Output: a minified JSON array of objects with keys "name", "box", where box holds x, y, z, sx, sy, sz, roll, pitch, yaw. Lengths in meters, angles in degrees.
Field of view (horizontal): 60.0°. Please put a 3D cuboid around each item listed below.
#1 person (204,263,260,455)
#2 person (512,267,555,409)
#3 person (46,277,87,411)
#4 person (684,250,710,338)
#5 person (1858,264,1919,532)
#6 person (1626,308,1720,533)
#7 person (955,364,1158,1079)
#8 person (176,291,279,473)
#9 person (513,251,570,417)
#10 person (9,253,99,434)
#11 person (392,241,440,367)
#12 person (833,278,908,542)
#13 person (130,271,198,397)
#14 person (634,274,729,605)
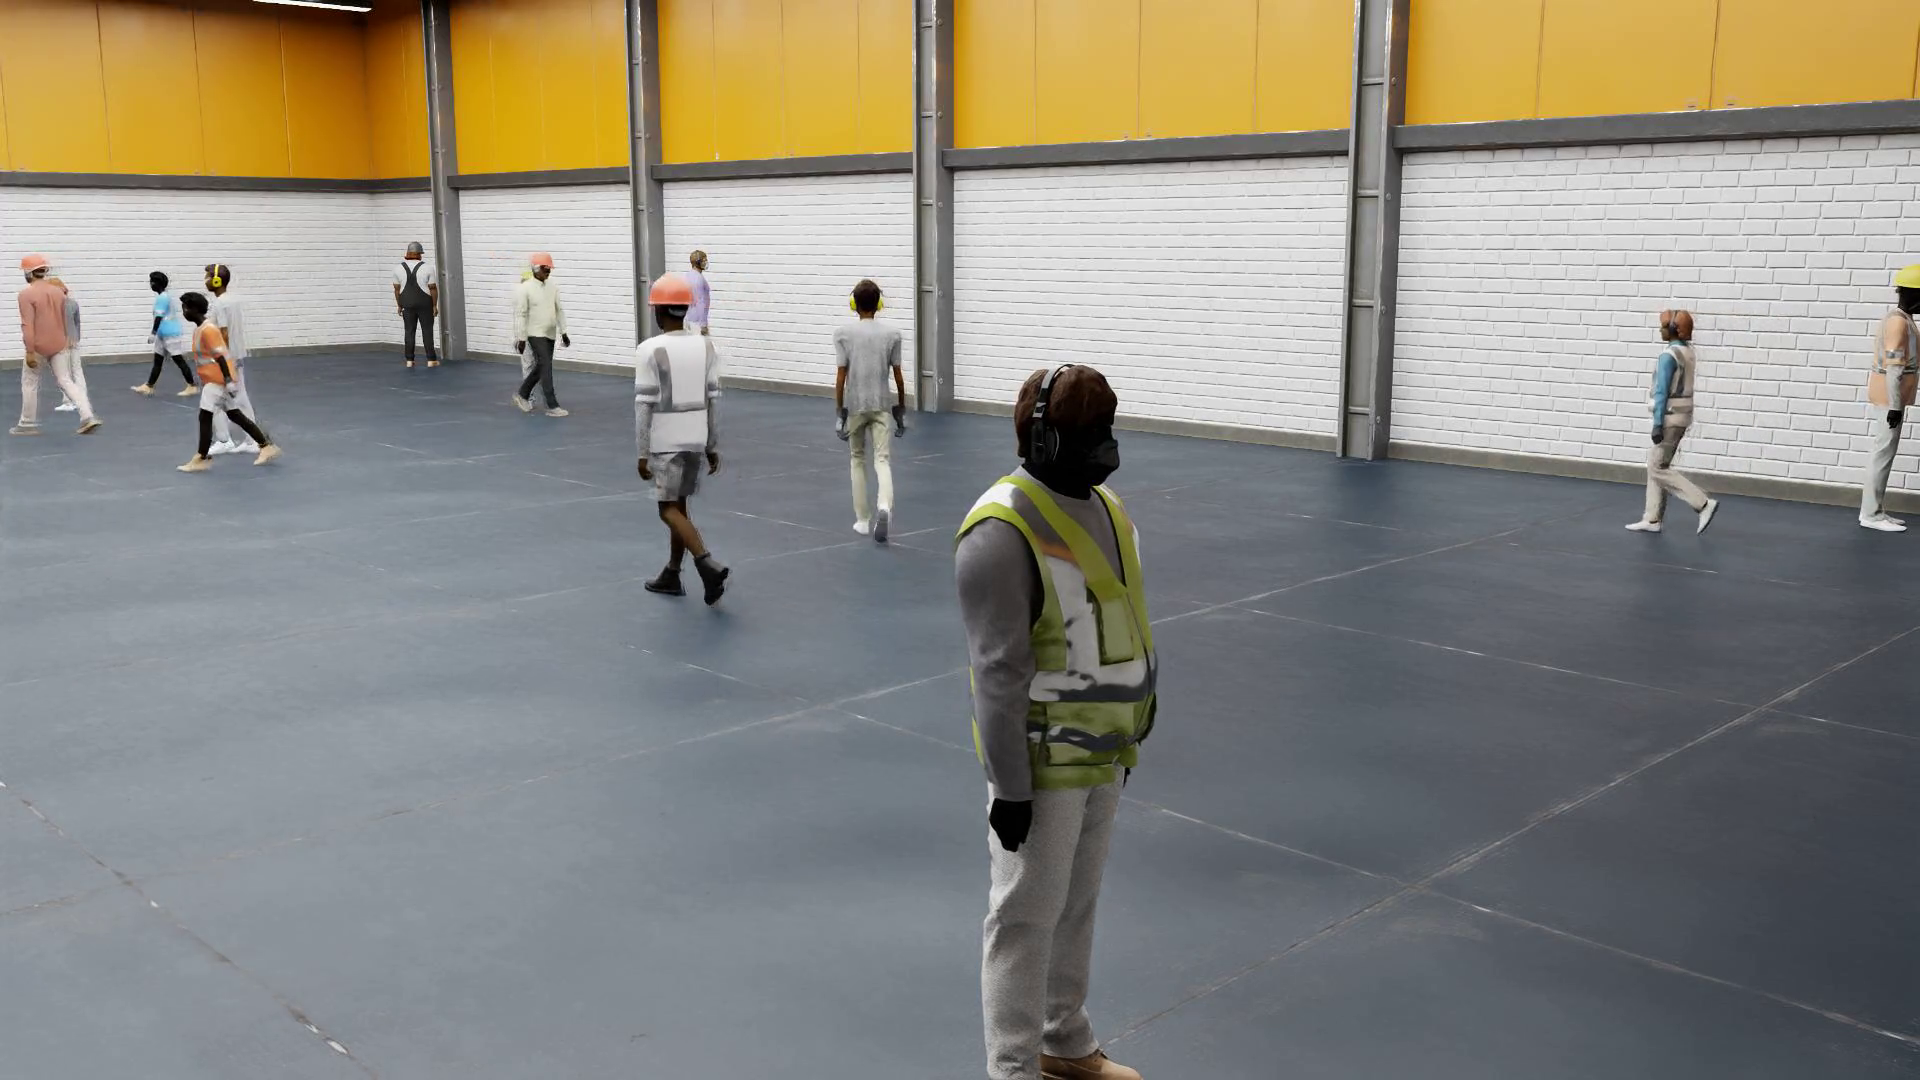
[{"name":"person","box":[-7.190,-1.758,16.226,0.641,1.853,0.501,0,10,0]},{"name":"person","box":[-5.272,-2.493,20.551,0.485,1.744,0.309,-4,11,-21]},{"name":"person","box":[-10.945,-2.386,20.311,0.310,1.624,0.491,4,11,23]},{"name":"person","box":[-3.464,-2.868,22.061,0.372,1.940,0.627,-4,11,-21]},{"name":"person","box":[6.800,-1.027,12.062,0.383,1.922,0.593,6,12,28]},{"name":"person","box":[5.075,-0.820,11.750,0.588,1.619,0.524,8,13,38]},{"name":"person","box":[0.244,0.508,3.917,0.429,1.843,0.630,6,12,28]},{"name":"person","box":[-6.680,-1.445,15.125,0.874,1.639,0.561,-6,12,-29]},{"name":"person","box":[-5.026,-2.465,19.839,0.989,1.949,0.618,5,12,27]},{"name":"person","box":[-9.751,-2.088,17.773,0.976,1.956,0.635,3,11,16]},{"name":"person","box":[-8.833,-3.845,27.110,0.686,2.000,0.535,0,10,0]},{"name":"person","box":[-0.619,-0.903,11.662,0.517,1.834,0.830,-2,11,-9]},{"name":"person","box":[-10.510,-2.693,21.865,0.850,1.645,0.543,-4,11,-23]},{"name":"person","box":[-1.597,-0.568,9.608,0.548,1.915,0.831,-10,14,-44]}]
